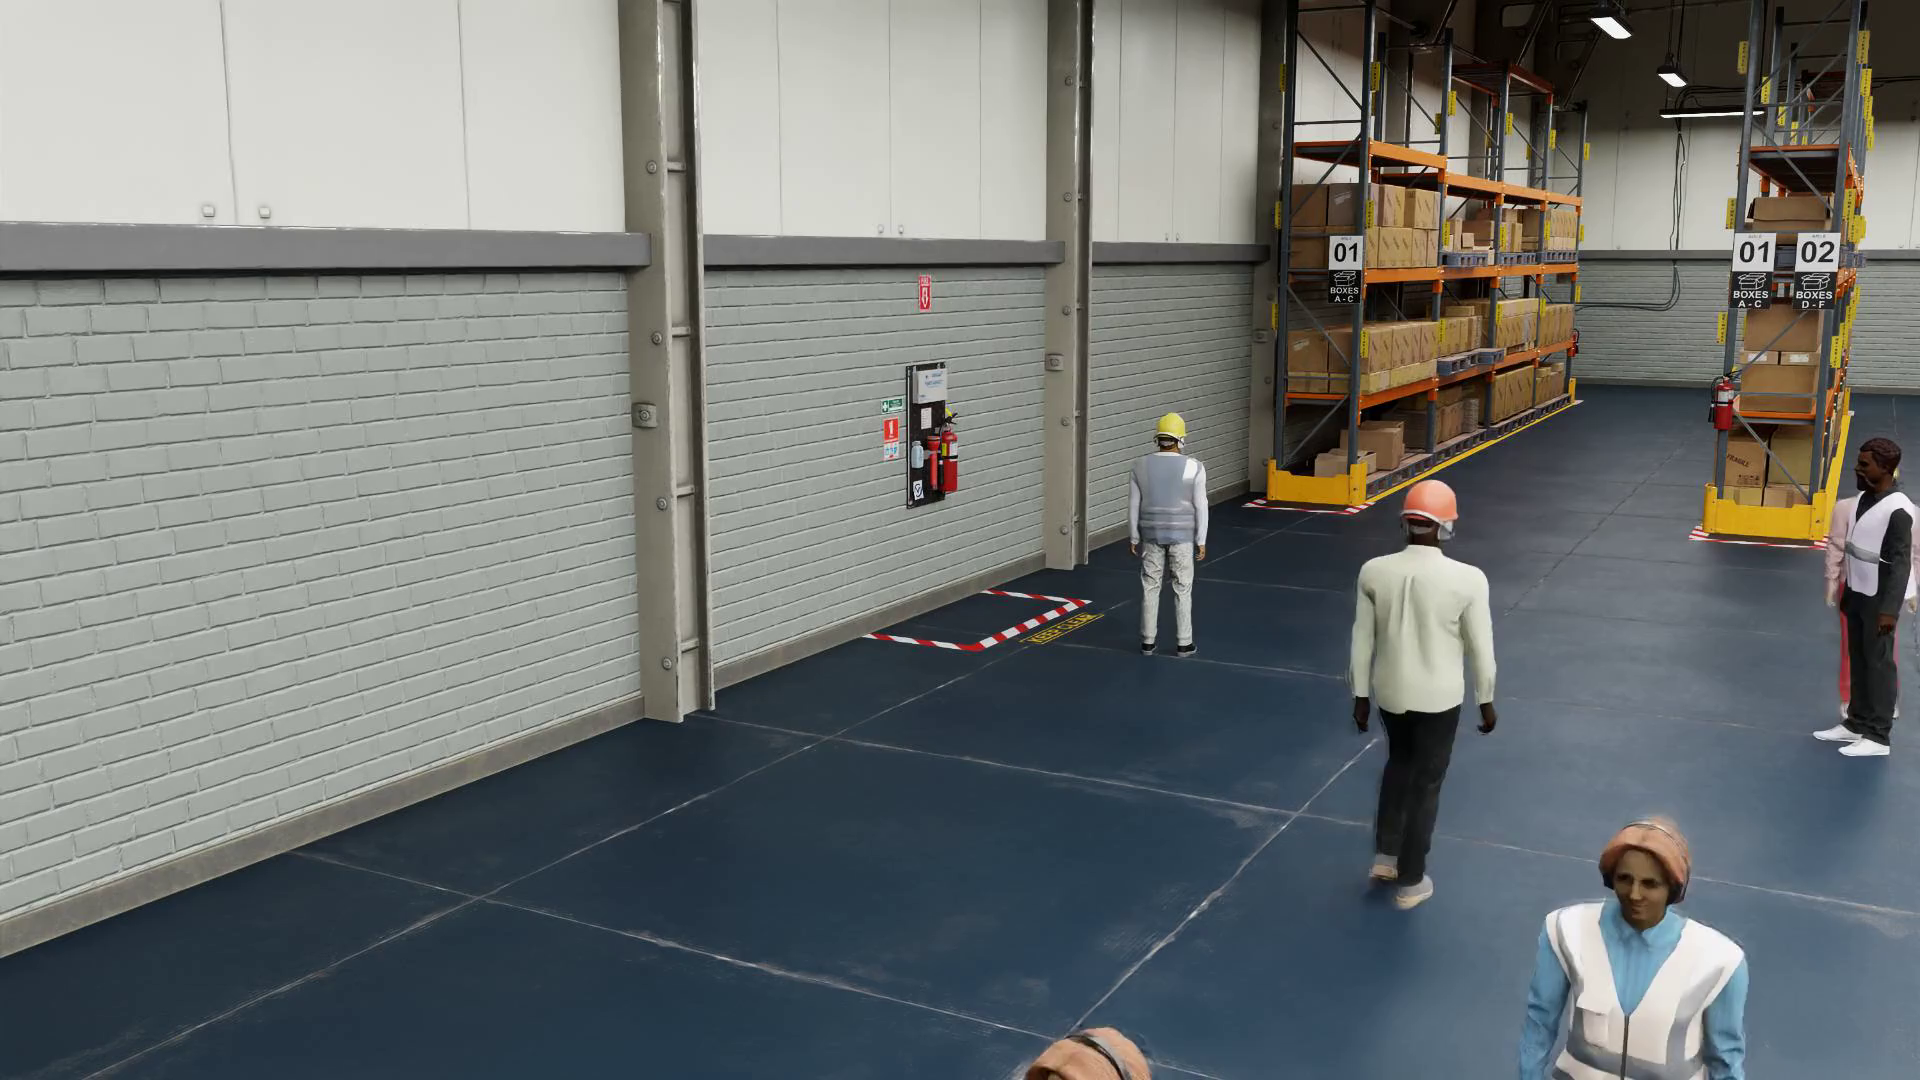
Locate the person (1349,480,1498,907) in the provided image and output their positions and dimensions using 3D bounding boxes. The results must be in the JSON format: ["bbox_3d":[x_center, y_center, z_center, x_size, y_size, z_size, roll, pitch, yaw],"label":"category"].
[{"bbox_3d":[2.161,0.704,7.710,0.622,1.976,0.529,8,13,40],"label":"person"}]

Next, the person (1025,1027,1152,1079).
[{"bbox_3d":[0.210,1.678,3.030,0.540,1.623,0.535,8,13,40],"label":"person"}]

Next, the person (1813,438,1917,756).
[{"bbox_3d":[5.494,0.342,9.993,0.398,1.920,0.588,1,10,7],"label":"person"}]

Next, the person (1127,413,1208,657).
[{"bbox_3d":[1.559,-0.035,12.454,0.602,1.830,0.404,3,10,15],"label":"person"}]

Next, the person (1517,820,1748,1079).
[{"bbox_3d":[1.740,1.469,4.314,0.531,1.607,0.809,6,12,33],"label":"person"}]

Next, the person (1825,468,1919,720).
[{"bbox_3d":[5.891,0.307,10.756,0.563,1.739,0.391,4,10,22],"label":"person"}]
